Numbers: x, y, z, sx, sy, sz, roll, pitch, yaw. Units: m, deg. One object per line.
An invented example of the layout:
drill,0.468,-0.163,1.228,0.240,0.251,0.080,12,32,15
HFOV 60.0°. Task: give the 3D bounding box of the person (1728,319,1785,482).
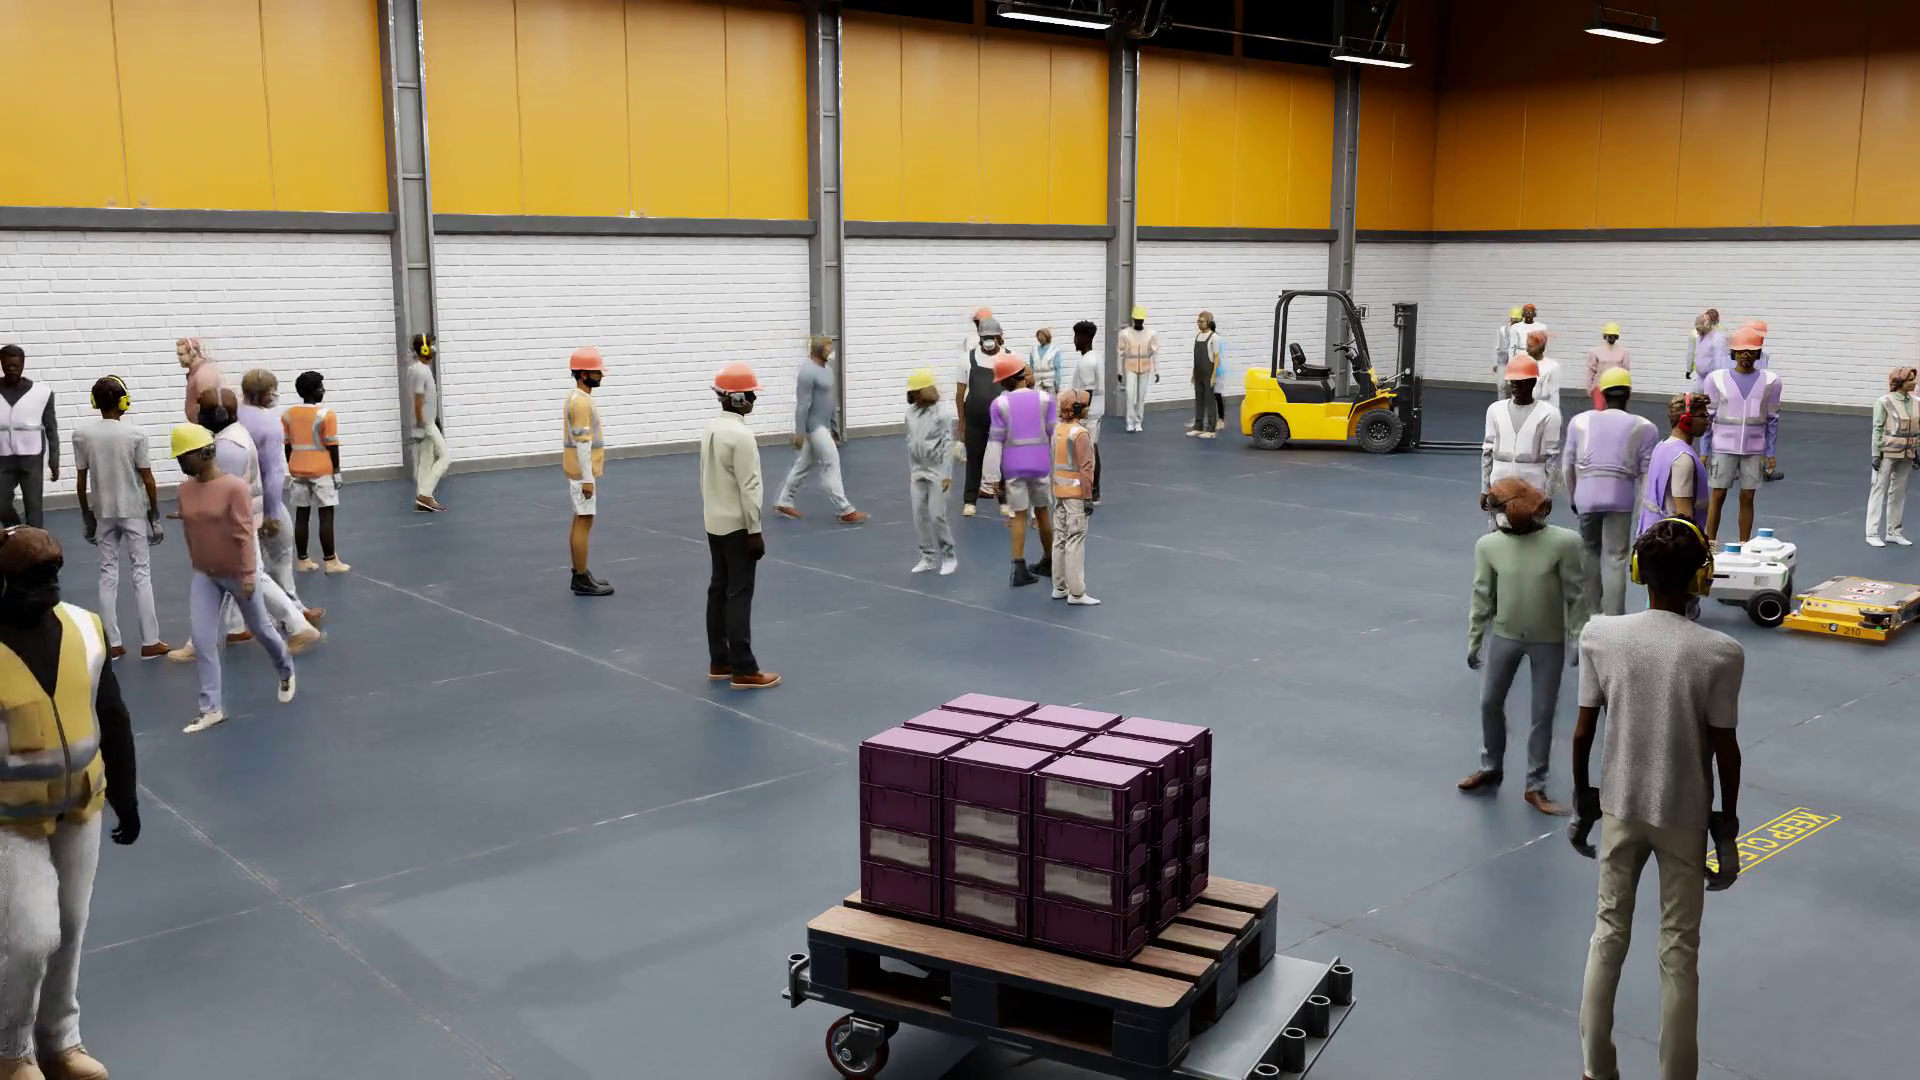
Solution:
person,9.254,-1.610,19.374,0.582,1.894,0.909,-3,10,-17

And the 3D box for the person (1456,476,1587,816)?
person,2.685,0.493,7.952,0.593,1.602,0.364,6,11,30

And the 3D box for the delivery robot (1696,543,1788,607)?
delivery robot,5.586,0.267,12.048,0.707,0.478,0.477,3,10,18

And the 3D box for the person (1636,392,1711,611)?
person,4.217,0.046,9.841,0.389,1.846,0.567,2,10,10

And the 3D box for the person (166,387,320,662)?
person,-4.706,-0.102,10.847,0.901,1.807,0.620,-5,11,-26

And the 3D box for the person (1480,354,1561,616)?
person,4.042,-0.380,12.064,0.545,1.938,0.362,6,12,33

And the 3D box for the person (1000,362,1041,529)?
person,0.611,-0.918,16.133,0.501,1.626,0.282,3,10,17

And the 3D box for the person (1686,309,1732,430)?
person,11.351,-2.584,25.248,0.633,1.842,0.429,3,10,14

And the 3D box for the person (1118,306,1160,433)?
person,2.670,-2.530,24.780,0.607,1.887,0.873,0,10,-1

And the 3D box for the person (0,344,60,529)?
person,-7.847,-0.678,13.883,0.627,1.906,0.447,-4,10,-20

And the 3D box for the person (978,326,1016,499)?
person,0.357,-1.406,18.161,0.642,1.909,0.399,-6,12,-33

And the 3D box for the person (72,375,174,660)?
person,-5.481,-0.133,10.869,0.539,1.871,0.405,-1,10,-6

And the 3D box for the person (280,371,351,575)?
person,-5.349,-0.552,13.769,0.537,1.698,0.321,3,10,17

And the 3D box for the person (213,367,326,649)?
person,-4.765,-0.239,11.399,0.631,1.883,0.887,3,10,19

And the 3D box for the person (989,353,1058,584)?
person,0.537,-0.575,13.455,0.623,1.871,0.644,-1,10,-8

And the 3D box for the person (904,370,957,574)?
person,-0.272,-0.553,13.762,0.504,1.716,0.441,7,12,35

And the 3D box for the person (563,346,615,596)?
person,-2.906,-0.538,12.989,0.379,1.938,0.547,-3,10,-15

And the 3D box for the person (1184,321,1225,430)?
person,3.727,-2.486,25.173,0.694,1.668,0.549,-4,10,-22

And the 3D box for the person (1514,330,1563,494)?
person,6.192,-1.314,17.780,0.783,1.864,0.582,-5,11,-25

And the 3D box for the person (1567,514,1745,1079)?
person,2.116,0.848,5.071,0.516,1.873,0.329,8,13,39

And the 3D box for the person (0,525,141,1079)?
person,-2.867,0.855,5.164,0.450,1.822,0.653,5,11,26

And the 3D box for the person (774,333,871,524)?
person,-1.416,-1.098,16.468,1.045,1.890,0.626,2,10,13

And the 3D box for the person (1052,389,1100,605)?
person,0.858,-0.325,12.616,0.308,1.641,0.514,-4,11,-23

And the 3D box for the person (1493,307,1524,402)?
person,8.966,-2.869,26.971,0.628,1.816,0.589,4,11,24

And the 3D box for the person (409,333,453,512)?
person,-5.464,-1.202,17.122,0.421,1.855,0.524,-4,11,-24

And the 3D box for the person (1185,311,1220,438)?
person,3.540,-2.389,24.137,0.415,1.841,0.532,-6,11,-32

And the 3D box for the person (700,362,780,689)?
person,-1.372,-0.090,10.198,0.386,1.996,0.610,-6,11,-32

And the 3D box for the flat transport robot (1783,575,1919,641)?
flat transport robot,6.488,0.472,11.950,0.652,0.197,1.431,9,13,42

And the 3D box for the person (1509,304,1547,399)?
person,9.150,-2.868,26.830,0.579,1.878,0.340,3,10,17

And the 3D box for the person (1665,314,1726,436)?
person,11.003,-2.390,24.251,1.158,1.813,0.659,-1,10,-6

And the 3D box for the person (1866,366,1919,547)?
person,8.507,-0.758,15.130,0.522,1.645,0.305,-3,10,-16

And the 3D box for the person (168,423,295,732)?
person,-4.157,0.176,9.517,0.537,1.727,0.856,2,10,13

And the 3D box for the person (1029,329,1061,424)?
person,1.234,-2.264,24.100,0.529,1.595,0.847,5,11,25

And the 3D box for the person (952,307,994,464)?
person,0.242,-1.976,21.242,1.017,2.004,0.623,-8,12,-38

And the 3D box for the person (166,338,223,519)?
person,-7.492,-1.136,16.837,1.022,1.837,0.648,-6,11,-32

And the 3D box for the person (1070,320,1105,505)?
person,1.348,-1.352,17.673,0.361,1.963,0.613,3,10,15

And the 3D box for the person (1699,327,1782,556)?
person,6.570,-0.769,14.035,0.615,2.043,0.373,3,10,15

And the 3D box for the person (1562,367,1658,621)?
person,4.481,-0.250,11.526,0.604,1.856,0.805,5,11,27

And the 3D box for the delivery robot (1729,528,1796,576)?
delivery robot,6.133,0.156,12.699,0.477,0.478,0.707,7,12,37

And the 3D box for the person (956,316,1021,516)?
person,0.302,-1.248,16.844,0.688,2.000,0.536,0,10,0

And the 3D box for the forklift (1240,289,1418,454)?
forklift,5.034,-2.339,22.783,2.313,2.155,1.214,3,10,16

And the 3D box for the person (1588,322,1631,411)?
person,8.771,-2.068,22.488,0.527,1.754,0.398,2,10,9
